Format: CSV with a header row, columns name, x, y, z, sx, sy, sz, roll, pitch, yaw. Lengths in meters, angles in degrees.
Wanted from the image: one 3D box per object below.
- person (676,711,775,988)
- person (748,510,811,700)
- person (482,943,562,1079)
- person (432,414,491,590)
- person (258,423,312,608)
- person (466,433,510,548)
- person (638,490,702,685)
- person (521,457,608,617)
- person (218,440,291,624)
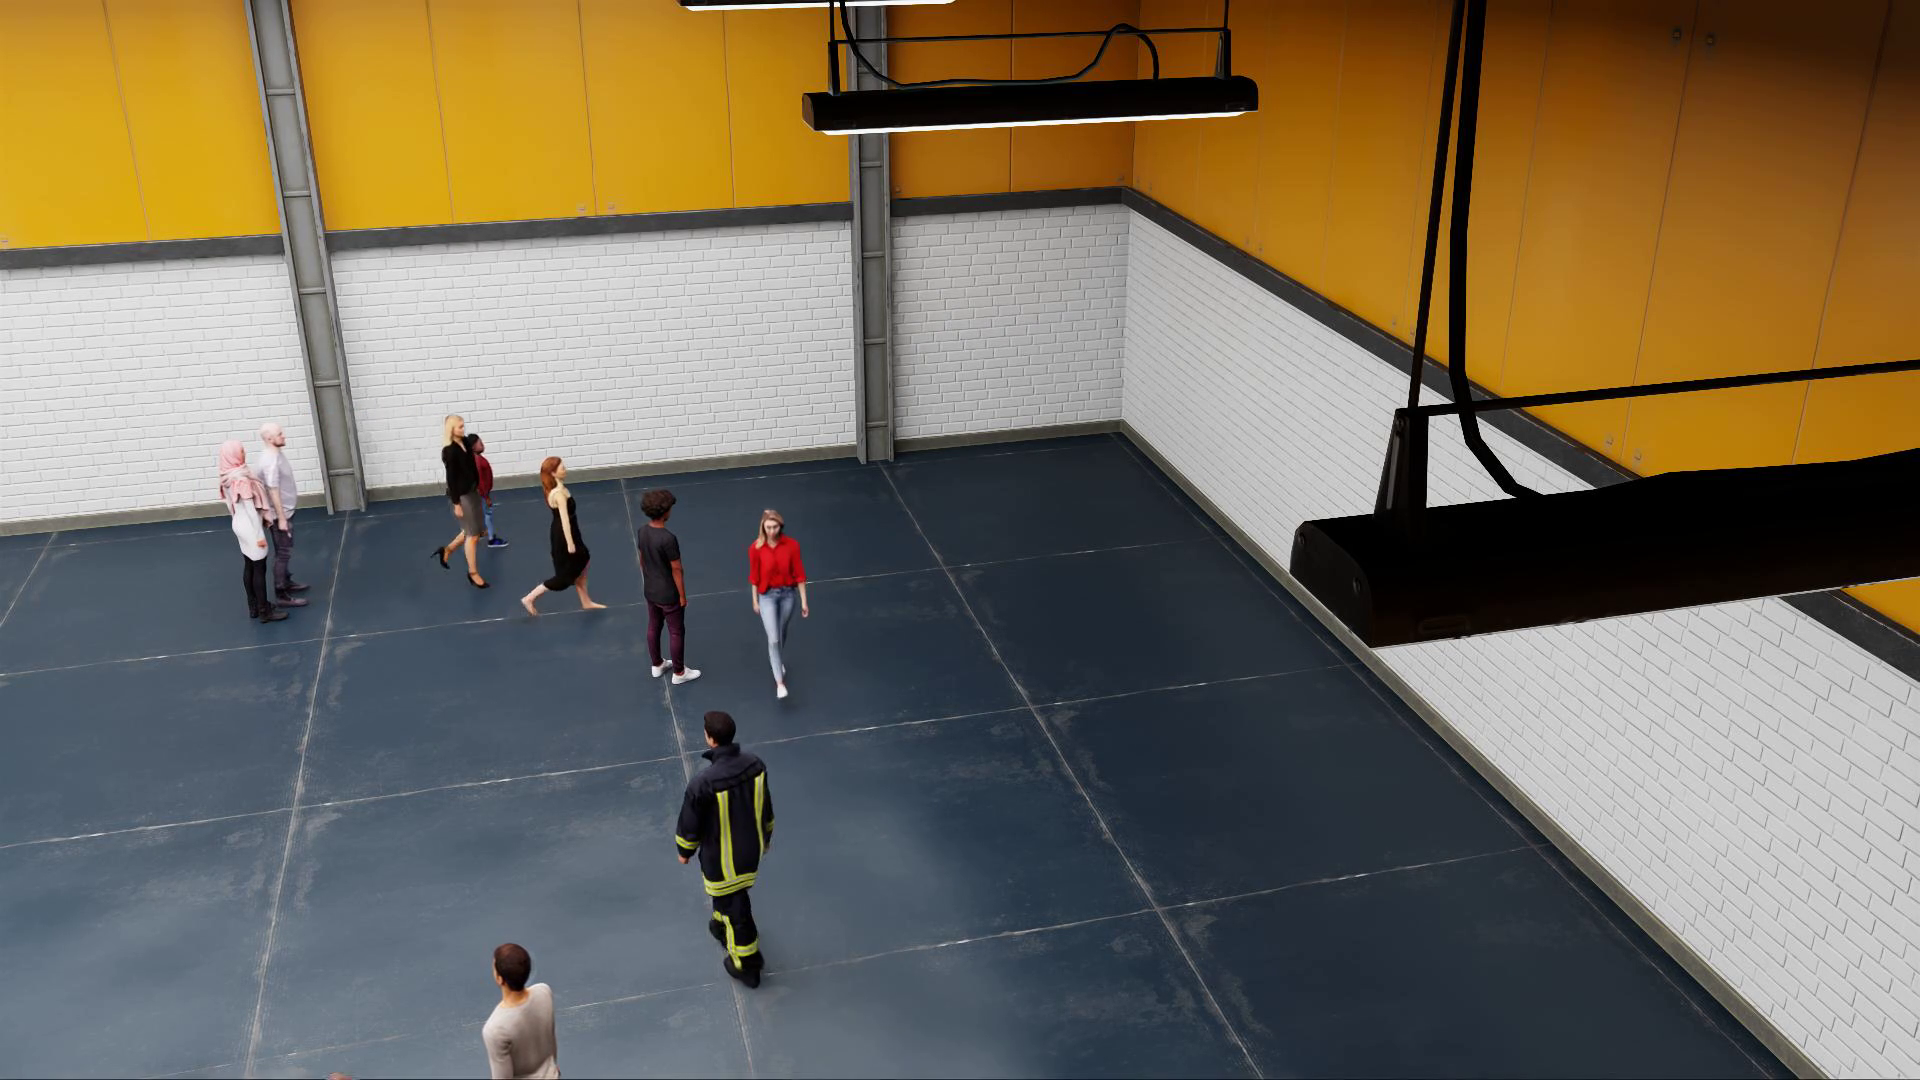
name,x,y,z,sx,sy,sz,roll,pitch,yaw
person,-1.417,2.017,10.688,1.096,1.898,1.050,18,30,36
person,-1.593,0.503,14.478,1.007,1.635,0.694,-7,25,-15
person,-2.250,2.904,8.698,0.778,1.866,0.740,11,26,23
person,-4.916,-0.368,16.234,0.925,1.825,0.798,3,24,7
person,-6.553,-0.263,15.995,0.563,1.824,0.648,-6,24,-14
person,-5.019,-0.505,17.267,0.651,1.249,0.533,-8,25,-18
person,-2.593,0.400,14.534,0.718,1.780,0.762,16,28,32
person,-3.813,0.002,15.668,1.002,1.602,0.583,-6,24,-12
person,-6.680,-0.088,15.622,0.754,1.803,0.734,-21,31,-40
